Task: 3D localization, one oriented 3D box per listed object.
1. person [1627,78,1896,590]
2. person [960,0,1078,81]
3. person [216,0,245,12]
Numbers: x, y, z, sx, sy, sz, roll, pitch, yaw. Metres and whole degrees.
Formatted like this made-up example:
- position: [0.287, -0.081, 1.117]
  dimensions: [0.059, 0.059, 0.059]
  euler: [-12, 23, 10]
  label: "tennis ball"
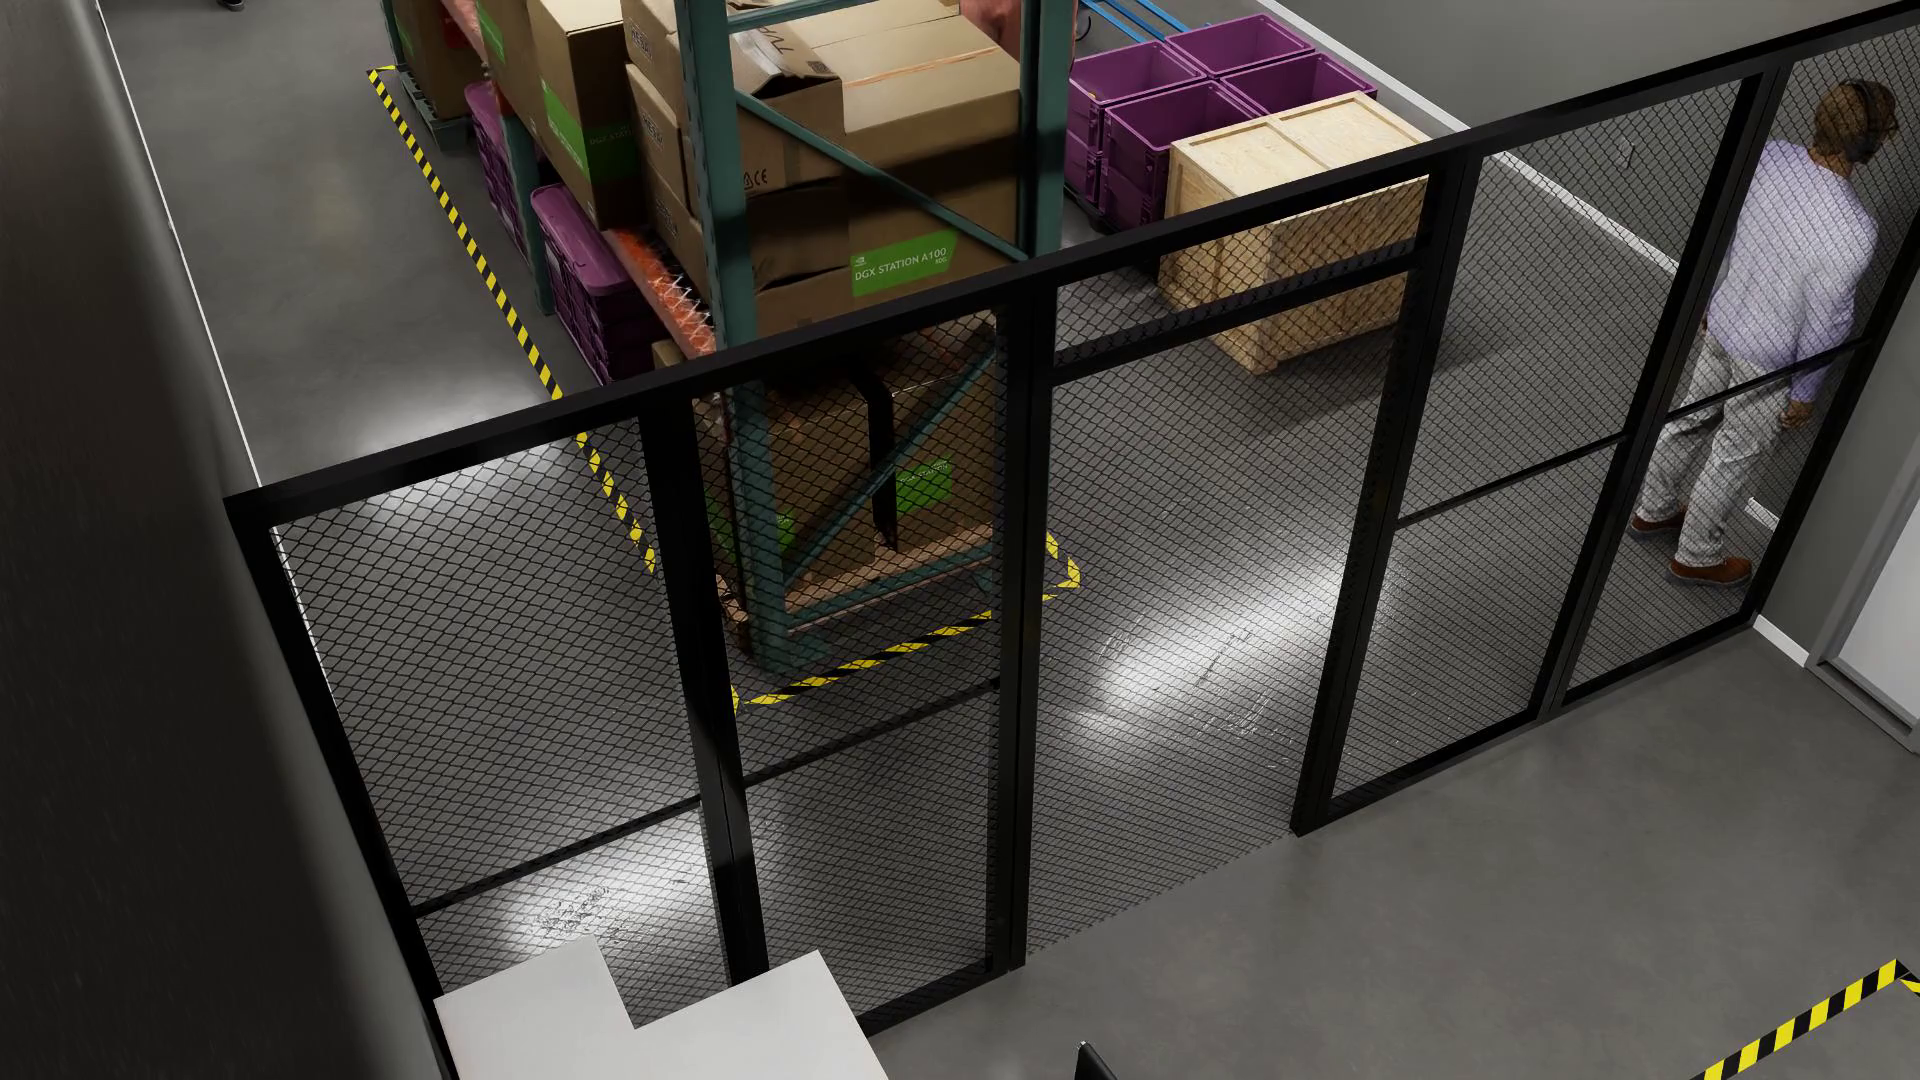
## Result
- position: [2.736, -0.670, 5.678]
  dimensions: [0.357, 1.939, 0.638]
  euler: [-8, 43, -9]
  label: "person"
- position: [0.214, -1.810, 6.885]
  dimensions: [0.611, 1.994, 0.385]
  euler: [-31, 51, -29]
  label: "person"
- position: [-4.203, -3.898, 9.286]
  dimensions: [0.600, 1.831, 0.404]
  euler: [-26, 48, -25]
  label: "person"
